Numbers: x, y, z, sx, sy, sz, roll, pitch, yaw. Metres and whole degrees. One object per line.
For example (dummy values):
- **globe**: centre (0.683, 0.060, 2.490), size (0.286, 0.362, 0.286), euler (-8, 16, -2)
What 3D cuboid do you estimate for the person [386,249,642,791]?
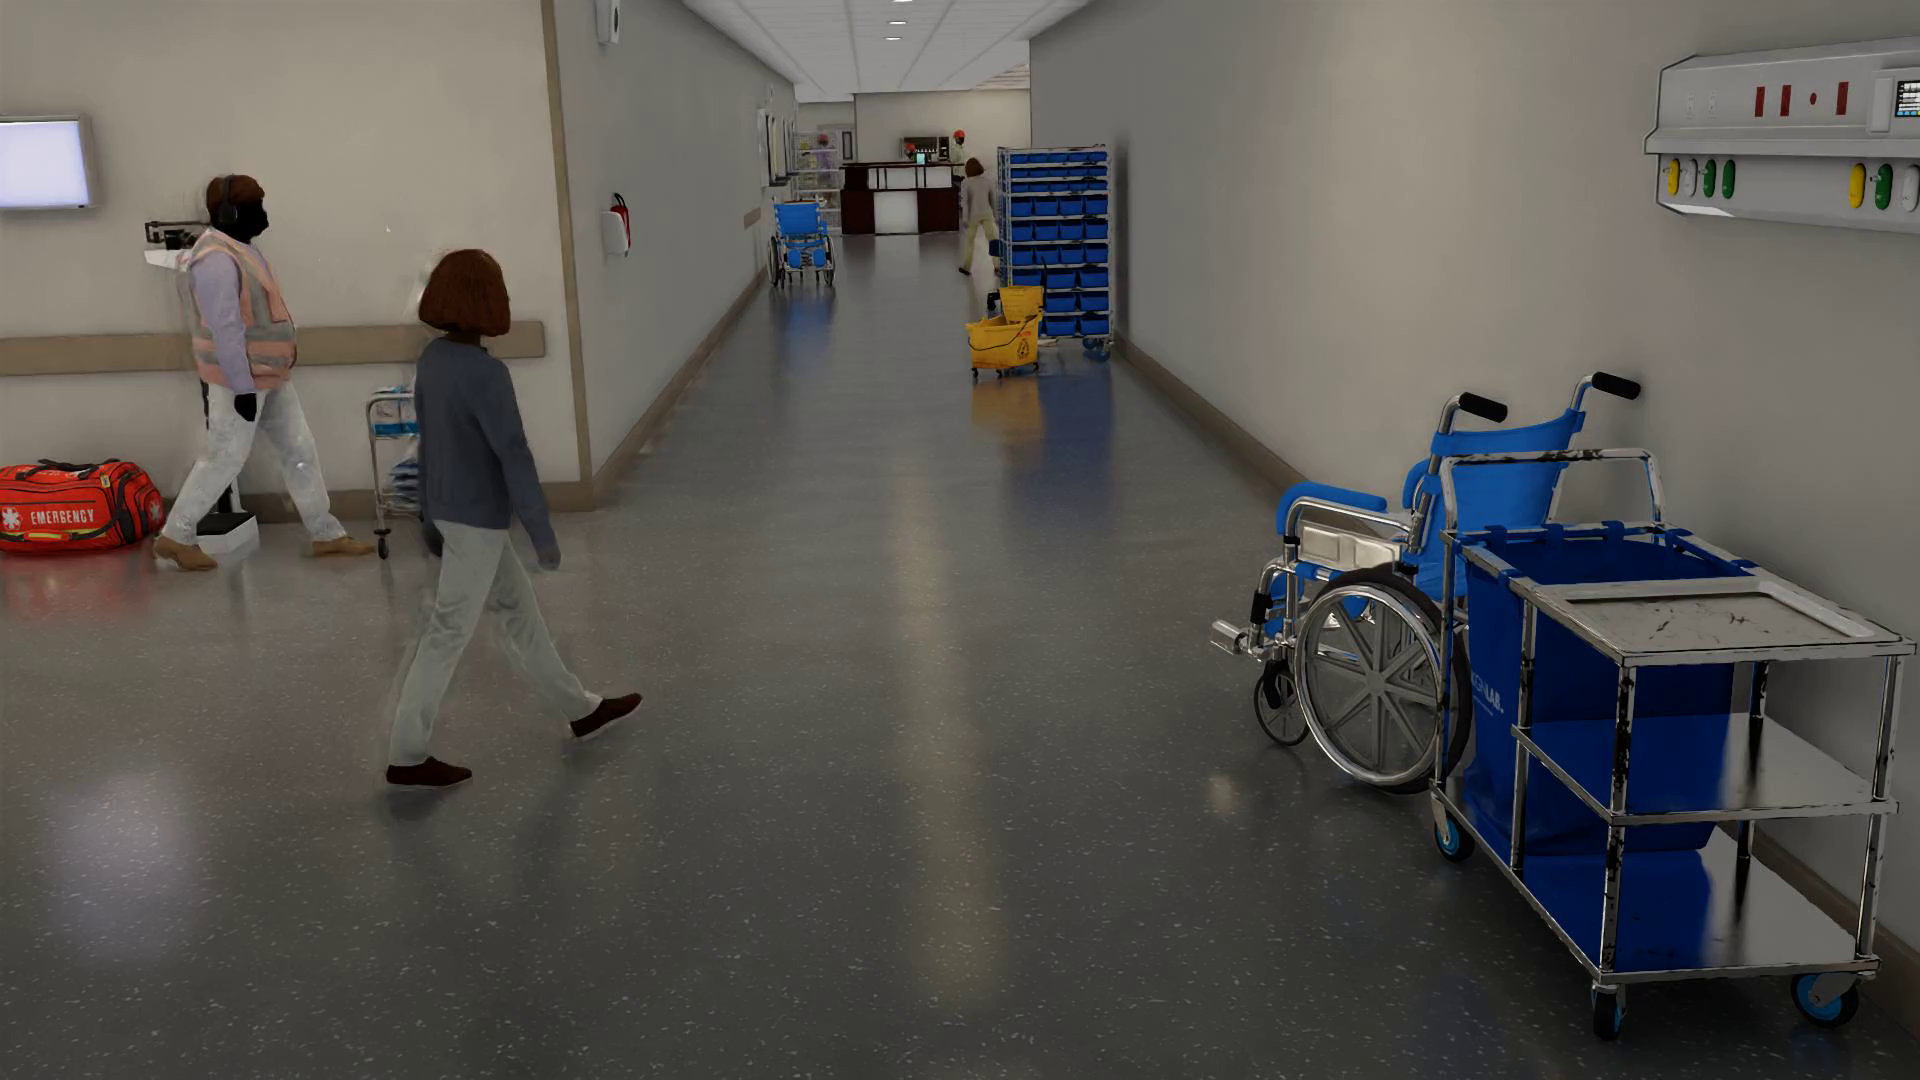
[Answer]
- **person**: centre (-1.390, -0.066, 4.960), size (0.873, 1.578, 0.517), euler (-11, 17, -35)

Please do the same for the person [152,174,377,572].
- **person**: centre (-3.296, -0.744, 7.565), size (0.942, 1.805, 0.649), euler (-3, 14, -7)

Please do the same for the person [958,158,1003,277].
- **person**: centre (0.280, -4.292, 22.179), size (0.552, 1.569, 0.925), euler (-7, 14, -19)

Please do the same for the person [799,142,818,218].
- **person**: centre (-3.459, -8.127, 37.866), size (0.416, 1.822, 0.599), euler (8, 17, 34)

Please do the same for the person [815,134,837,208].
- **person**: centre (-3.801, -10.164, 45.883), size (0.605, 2.019, 0.834), euler (11, 19, 42)

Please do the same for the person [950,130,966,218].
- **person**: centre (-0.012, -8.412, 38.252), size (0.388, 1.996, 0.612), euler (4, 15, 21)
